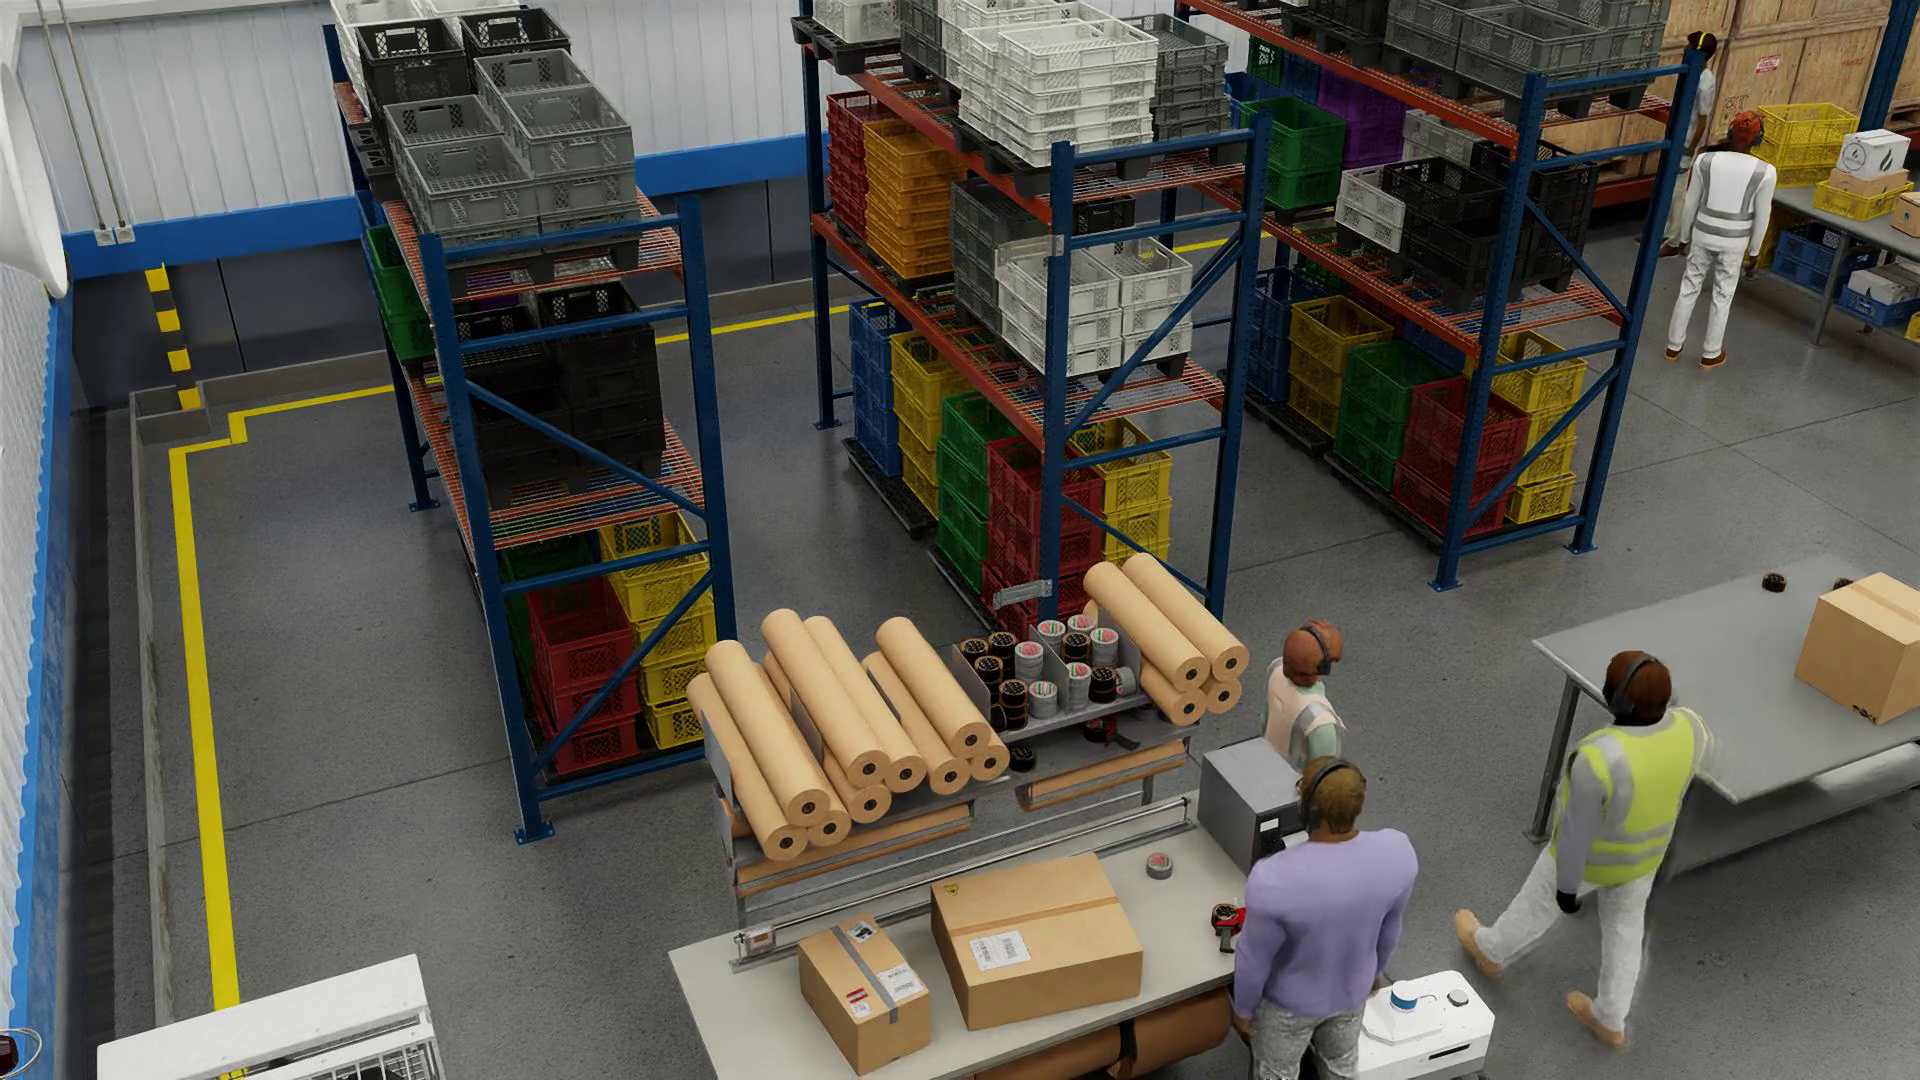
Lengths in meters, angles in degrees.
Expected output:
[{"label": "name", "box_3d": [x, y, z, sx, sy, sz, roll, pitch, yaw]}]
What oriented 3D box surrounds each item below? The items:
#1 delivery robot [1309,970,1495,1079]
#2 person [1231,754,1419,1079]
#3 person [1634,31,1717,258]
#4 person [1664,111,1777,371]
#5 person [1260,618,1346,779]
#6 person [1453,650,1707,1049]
[{"label": "delivery robot", "box_3d": [1.702, 1.921, 6.470, 0.707, 0.478, 0.477, -10, 33, -16]}, {"label": "person", "box_3d": [1.240, 1.562, 5.843, 0.628, 1.930, 0.381, -9, 33, -14]}, {"label": "person", "box_3d": [5.950, -3.242, 13.701, 0.332, 1.866, 0.514, 5, 32, 9]}, {"label": "person", "box_3d": [5.424, -2.128, 11.876, 0.576, 1.882, 0.355, 21, 38, 31]}, {"label": "person", "box_3d": [1.394, 1.042, 6.950, 0.306, 1.645, 0.521, -9, 33, -15]}, {"label": "person", "box_3d": [2.493, 1.154, 6.624, 0.632, 1.805, 0.824, -12, 34, -19]}]
